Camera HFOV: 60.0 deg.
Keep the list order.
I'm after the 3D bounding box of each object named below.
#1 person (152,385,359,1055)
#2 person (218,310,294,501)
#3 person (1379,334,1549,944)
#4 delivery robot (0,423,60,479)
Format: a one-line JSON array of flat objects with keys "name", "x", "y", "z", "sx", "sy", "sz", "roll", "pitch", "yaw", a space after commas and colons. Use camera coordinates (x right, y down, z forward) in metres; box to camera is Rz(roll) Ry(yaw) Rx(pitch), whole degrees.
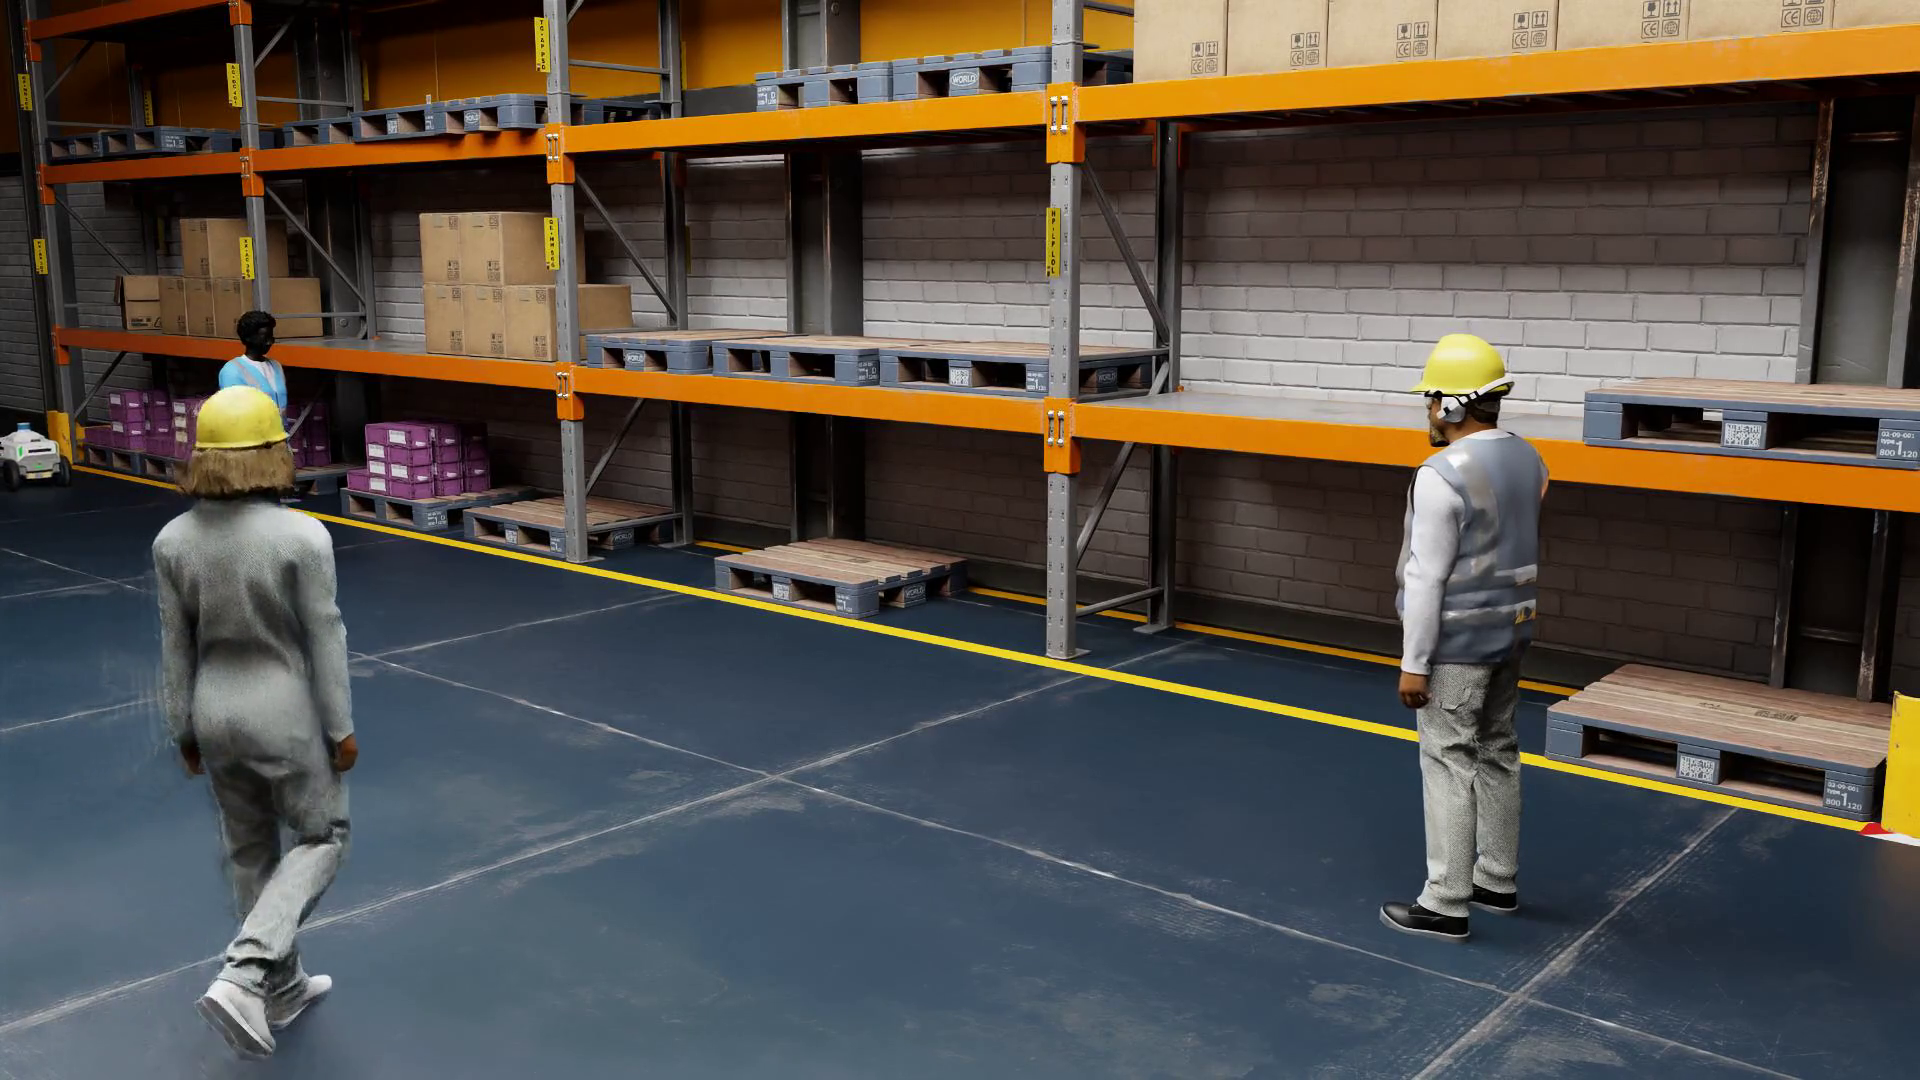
[{"name": "person", "x": -1.818, "y": 0.472, "z": 4.263, "sx": 0.497, "sy": 1.729, "sz": 0.555, "roll": 2, "pitch": 10, "yaw": 11}, {"name": "person", "x": -4.364, "y": -0.580, "z": 10.377, "sx": 0.319, "sy": 1.693, "sz": 0.532, "roll": 2, "pitch": 10, "yaw": 12}, {"name": "person", "x": 1.520, "y": 0.294, "z": 5.039, "sx": 0.591, "sy": 1.823, "sz": 0.405, "roll": -9, "pitch": 13, "yaw": -42}, {"name": "delivery robot", "x": -8.124, "y": -0.777, "z": 14.466, "sx": 0.707, "sy": 0.478, "sz": 0.477, "roll": 9, "pitch": 14, "yaw": 43}]
